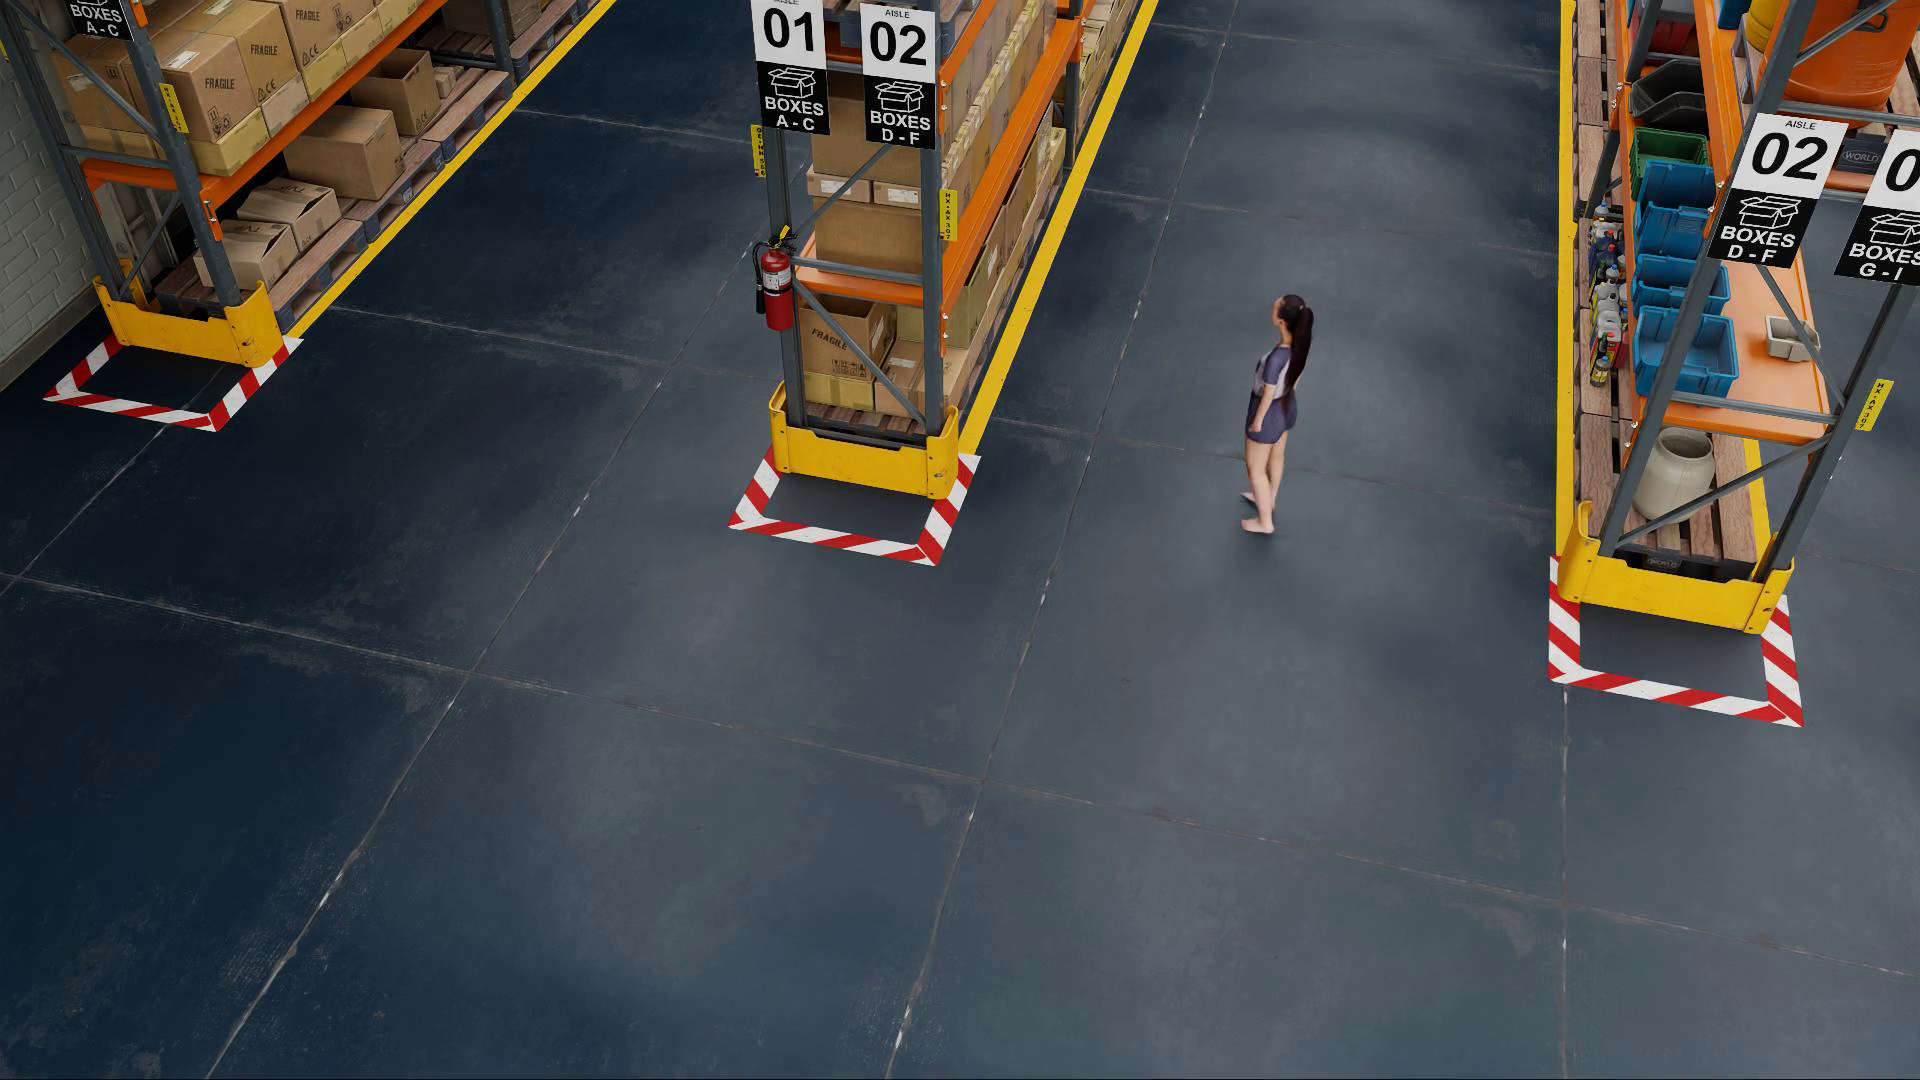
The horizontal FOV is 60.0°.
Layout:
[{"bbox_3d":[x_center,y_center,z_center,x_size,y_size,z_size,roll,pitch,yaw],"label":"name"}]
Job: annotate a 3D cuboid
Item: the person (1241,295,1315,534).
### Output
[{"bbox_3d":[1.881,-0.749,9.826,0.753,1.664,0.653,30,51,28],"label":"person"}]
